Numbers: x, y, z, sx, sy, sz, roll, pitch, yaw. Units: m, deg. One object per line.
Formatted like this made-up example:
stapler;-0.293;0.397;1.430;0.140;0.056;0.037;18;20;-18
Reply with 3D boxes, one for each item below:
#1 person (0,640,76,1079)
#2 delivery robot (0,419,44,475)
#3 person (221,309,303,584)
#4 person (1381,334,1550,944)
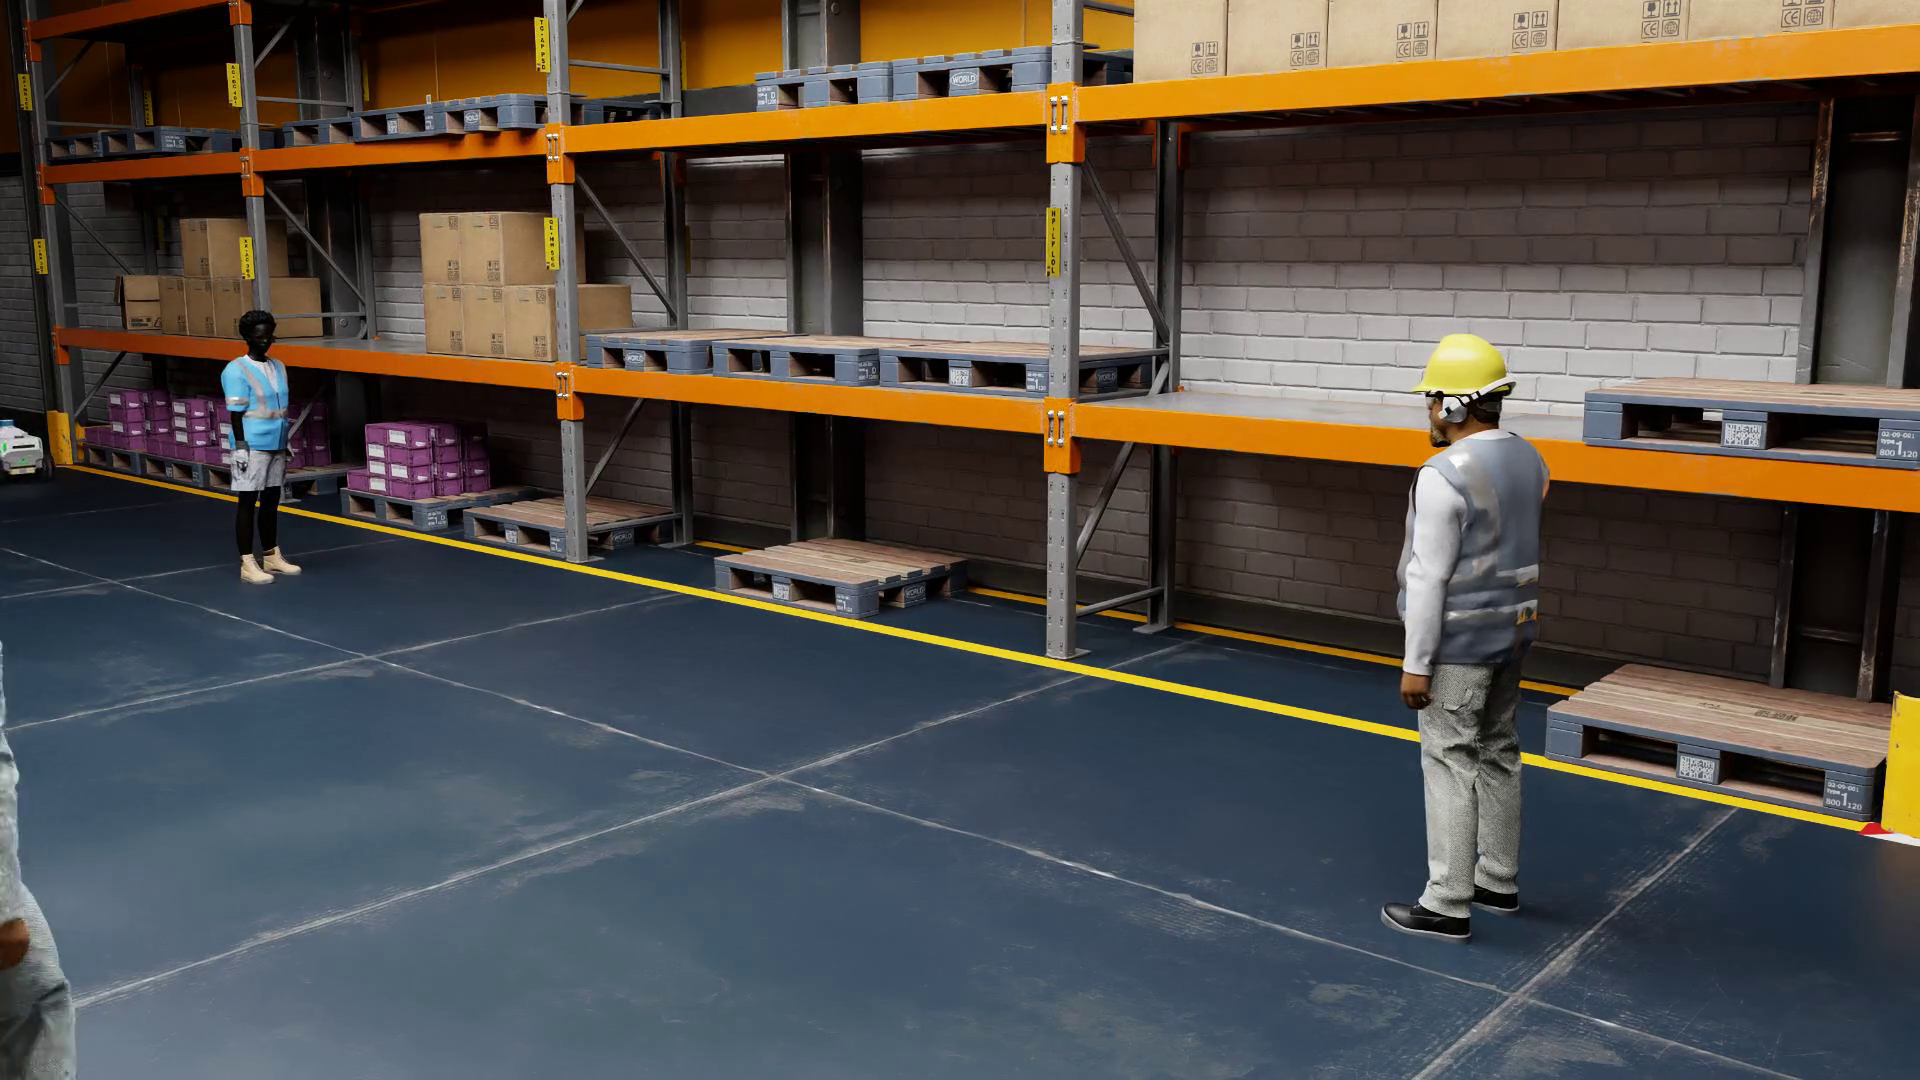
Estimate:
person;-1.987;0.646;3.289;0.507;1.717;0.718;1;10;8
delivery robot;-8.427;-0.826;14.745;0.707;0.478;0.477;9;13;42
person;-4.361;-0.586;10.385;0.322;1.699;0.536;2;10;13
person;1.522;0.295;5.034;0.591;1.823;0.405;-9;14;-42
